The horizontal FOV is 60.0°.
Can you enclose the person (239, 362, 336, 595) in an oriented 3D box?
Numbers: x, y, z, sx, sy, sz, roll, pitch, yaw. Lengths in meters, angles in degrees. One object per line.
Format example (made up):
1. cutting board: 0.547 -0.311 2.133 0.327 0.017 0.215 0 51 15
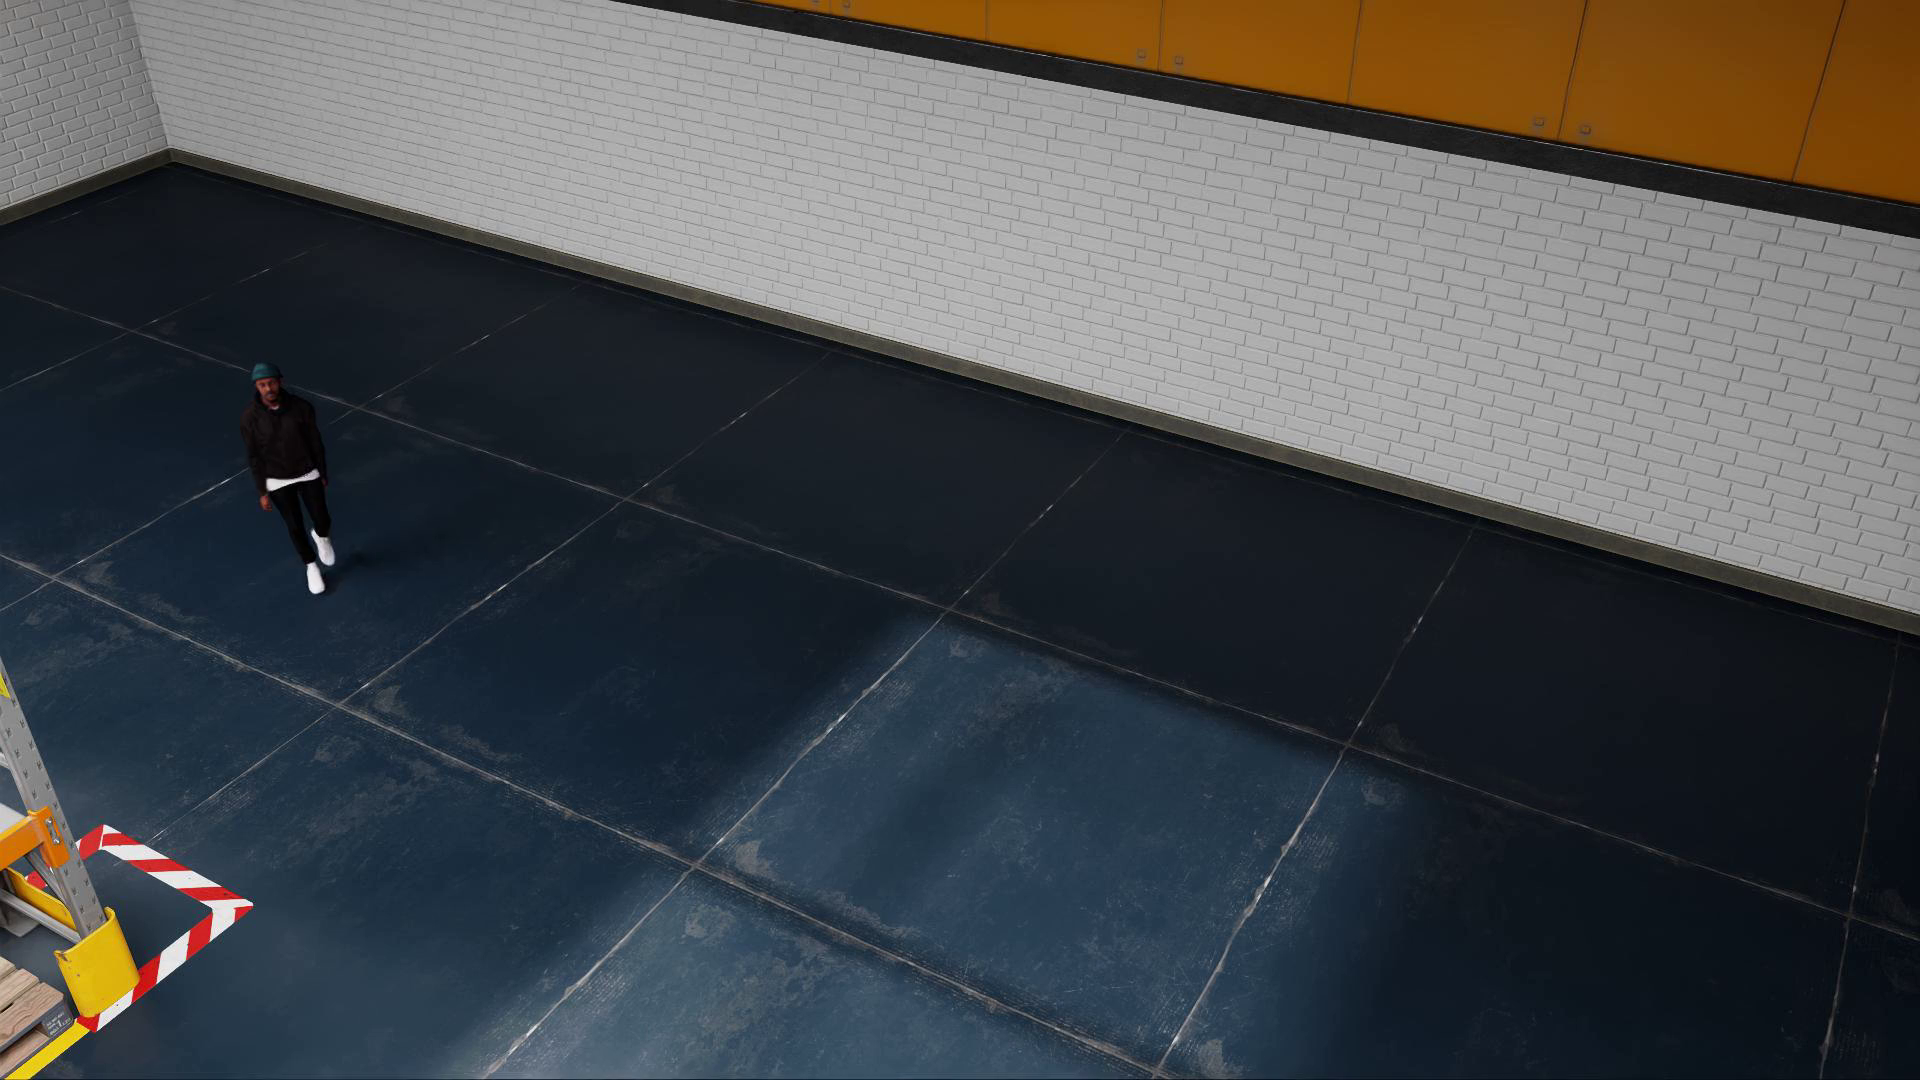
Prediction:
1. person: -4.794 -0.486 11.912 0.875 1.806 0.931 -14 36 -20
